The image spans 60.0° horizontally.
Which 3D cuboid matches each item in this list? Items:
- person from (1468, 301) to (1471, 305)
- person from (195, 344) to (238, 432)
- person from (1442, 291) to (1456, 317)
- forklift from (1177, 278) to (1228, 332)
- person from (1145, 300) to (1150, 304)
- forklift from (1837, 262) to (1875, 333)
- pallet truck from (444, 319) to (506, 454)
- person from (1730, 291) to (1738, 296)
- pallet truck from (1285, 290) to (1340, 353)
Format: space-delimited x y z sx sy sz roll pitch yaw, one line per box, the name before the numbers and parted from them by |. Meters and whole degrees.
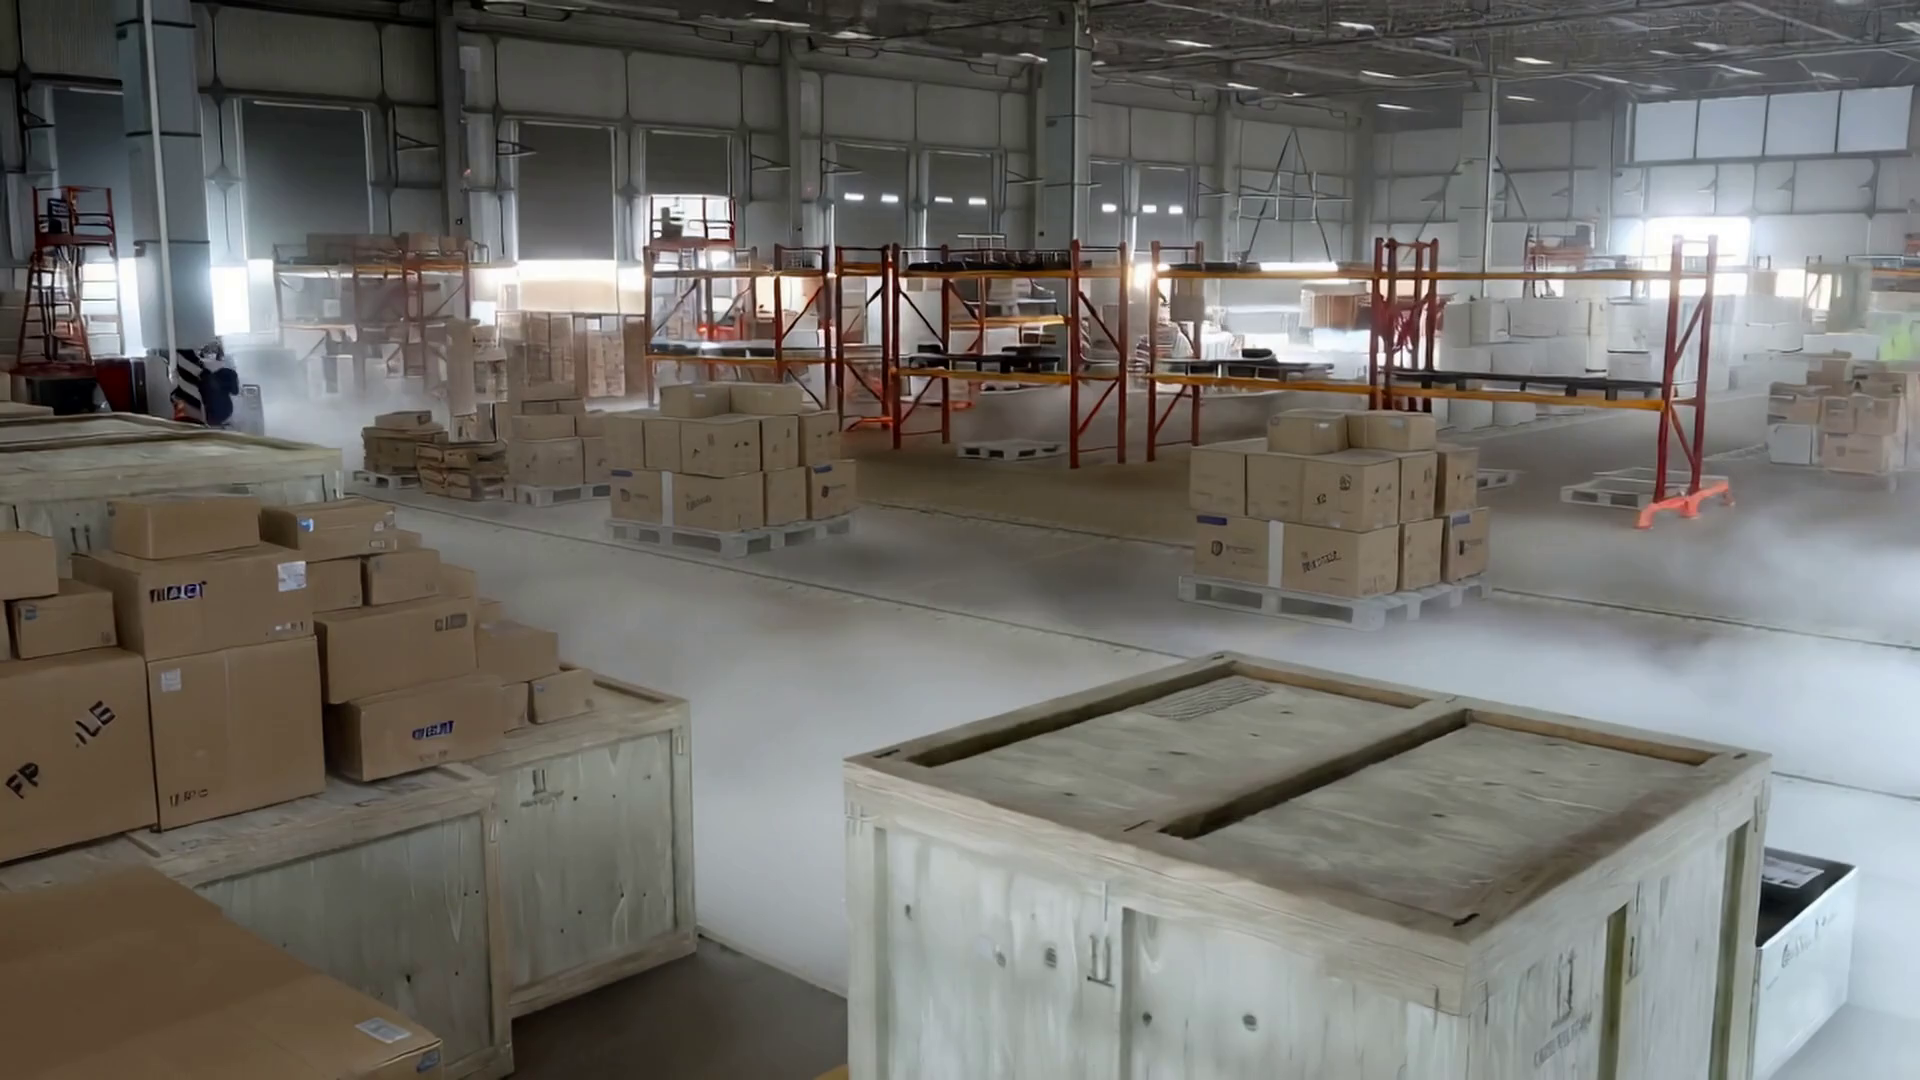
person | 12.897 -5.099 41.896 0.650 1.889 0.984 4 10 22
person | -8.482 -1.338 19.022 0.504 1.808 1.038 0 9 -1
person | 16.023 -7.141 54.207 0.379 1.940 0.629 -9 13 -43
forklift | 6.522 -6.401 46.791 1.873 2.768 1.129 9 13 43
person | 6.316 -7.223 55.667 0.522 1.627 0.369 7 12 38
forklift | 22.846 -5.696 42.468 1.129 2.768 1.873 -6 11 -32
pallet truck | -6.981 -1.942 22.150 1.885 1.965 0.823 1 9 9
person | 25.348 -7.210 54.642 0.370 1.933 0.553 -4 10 -24
pallet truck | 11.297 -6.951 52.861 1.885 1.965 0.823 -5 11 -29
